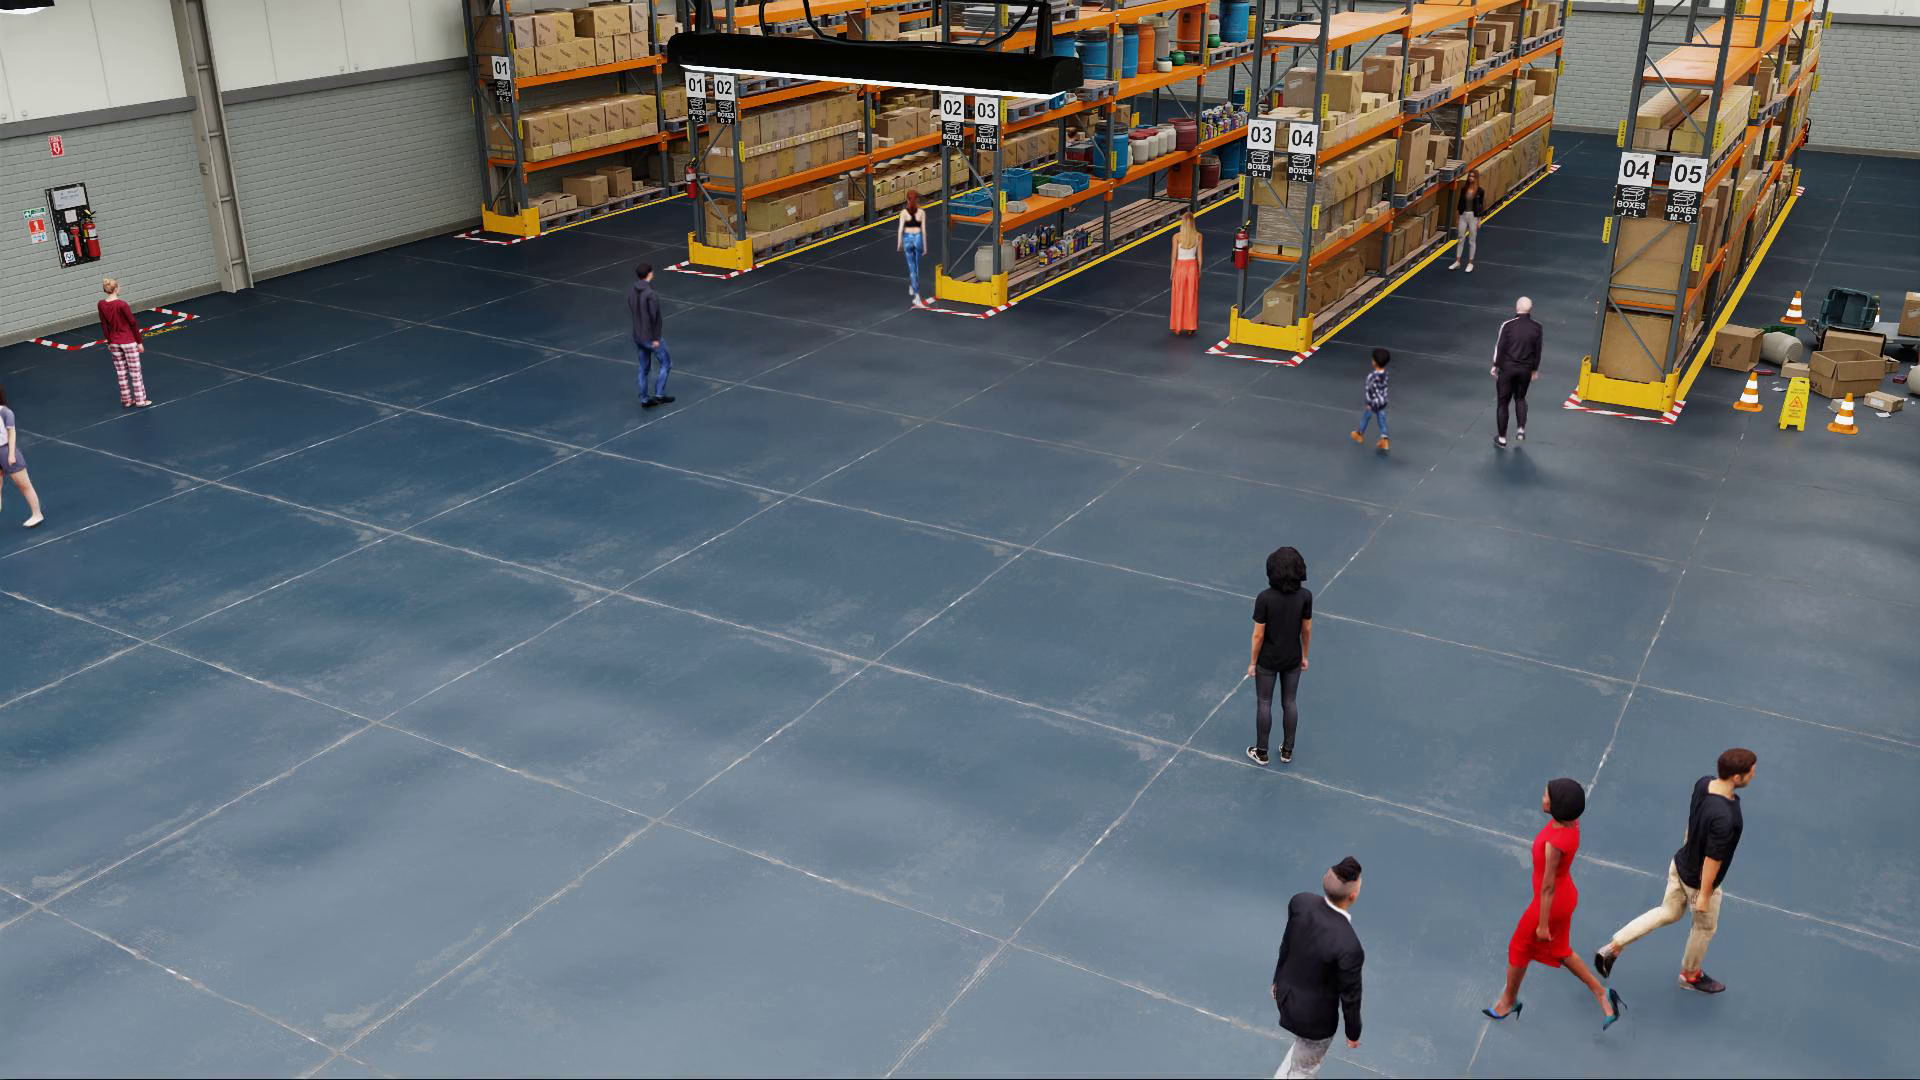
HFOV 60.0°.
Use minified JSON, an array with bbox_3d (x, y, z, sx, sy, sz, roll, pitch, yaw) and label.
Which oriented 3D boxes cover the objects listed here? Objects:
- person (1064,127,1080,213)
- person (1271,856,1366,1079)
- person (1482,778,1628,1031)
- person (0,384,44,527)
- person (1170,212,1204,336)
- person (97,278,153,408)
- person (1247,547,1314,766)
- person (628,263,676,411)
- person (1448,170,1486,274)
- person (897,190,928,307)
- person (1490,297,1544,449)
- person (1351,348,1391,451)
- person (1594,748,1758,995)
[{"bbox_3d":[2.144,-7.227,32.419,0.619,1.620,0.622,-18,29,-36],"label":"person"},{"bbox_3d":[1.832,2.546,9.038,0.883,1.931,0.862,-12,26,-26],"label":"person"},{"bbox_3d":[3.653,2.248,10.016,0.661,1.715,0.971,11,25,24],"label":"person"},{"bbox_3d":[-9.968,-0.882,17.497,0.740,1.620,1.010,7,24,16],"label":"person"},{"bbox_3d":[3.315,-3.912,24.388,0.719,1.803,0.738,0,23,0],"label":"person"},{"bbox_3d":[-10.711,-2.536,21.287,0.678,1.697,0.646,2,23,6],"label":"person"},{"bbox_3d":[2.499,0.903,13.025,0.710,1.835,0.737,-3,23,-7],"label":"person"},{"bbox_3d":[-4.029,-2.557,21.111,0.734,1.874,0.727,18,29,36],"label":"person"},{"bbox_3d":[8.561,-5.379,27.967,0.623,1.703,0.568,18,29,36],"label":"person"},{"bbox_3d":[-0.710,-4.514,25.873,1.046,1.749,1.120,-6,24,-13],"label":"person"},{"bbox_3d":[6.626,-1.950,19.754,0.810,1.820,0.841,-1,23,-2],"label":"person"},{"bbox_3d":[5.006,-1.663,19.838,0.842,1.225,0.871,-8,24,-18],"label":"person"},{"bbox_3d":[4.470,2.078,10.285,1.060,1.816,1.143,1,23,1],"label":"person"}]
